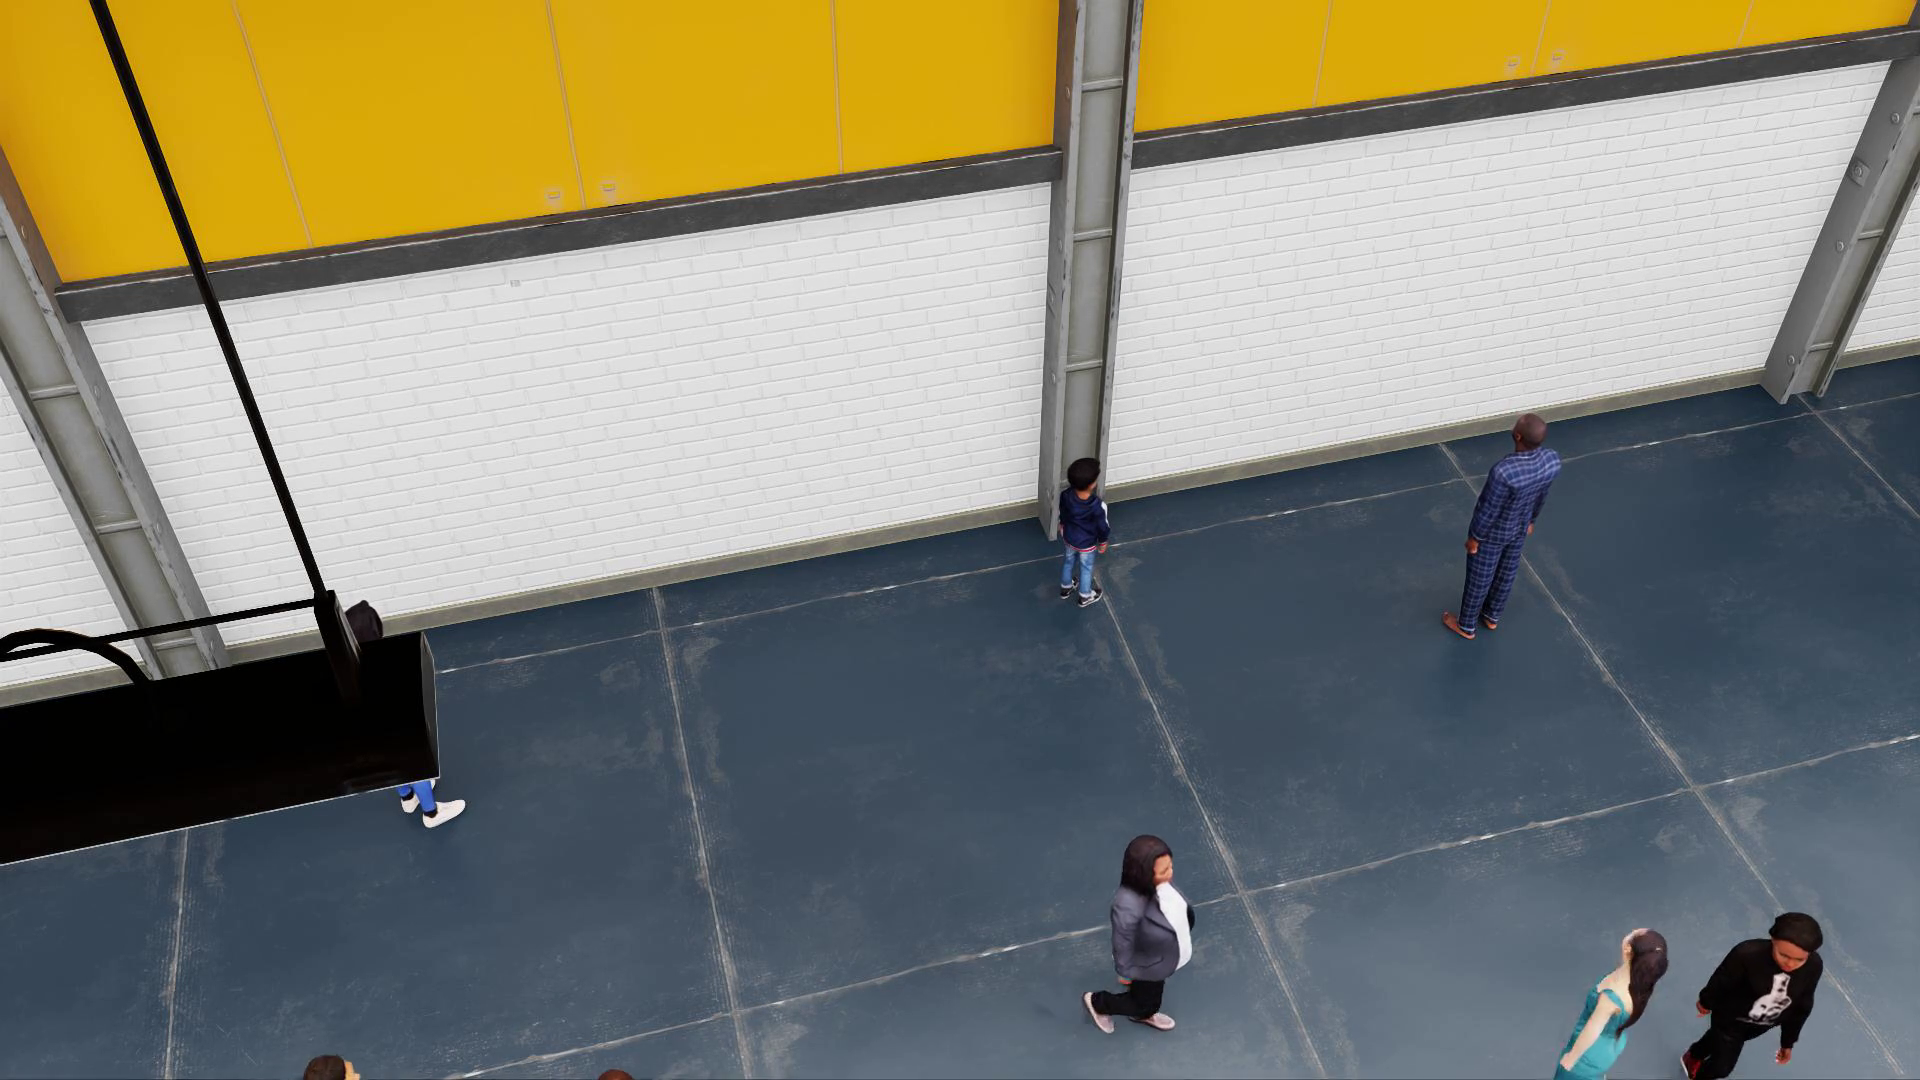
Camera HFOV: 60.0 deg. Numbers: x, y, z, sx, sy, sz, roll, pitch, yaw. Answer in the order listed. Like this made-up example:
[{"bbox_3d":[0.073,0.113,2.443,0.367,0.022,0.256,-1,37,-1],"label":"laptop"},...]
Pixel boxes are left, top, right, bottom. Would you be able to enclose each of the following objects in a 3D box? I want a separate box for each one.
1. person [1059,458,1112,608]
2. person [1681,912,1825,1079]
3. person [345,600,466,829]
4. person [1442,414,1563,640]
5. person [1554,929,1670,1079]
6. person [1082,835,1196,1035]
[{"bbox_3d":[0.805,-0.056,11.091,0.592,1.223,0.635,27,50,25],"label":"person"},{"bbox_3d":[3.916,2.284,8.324,0.748,1.651,0.765,2,44,2],"label":"person"},{"bbox_3d":[-3.269,1.009,9.577,0.722,1.770,0.751,28,50,26],"label":"person"},{"bbox_3d":[3.484,-0.088,10.689,0.594,1.824,0.758,-17,46,-17],"label":"person"},{"bbox_3d":[3.081,2.457,8.120,0.724,1.683,0.618,21,48,21],"label":"person"},{"bbox_3d":[0.890,2.065,8.600,0.929,1.588,0.866,15,46,15],"label":"person"}]
